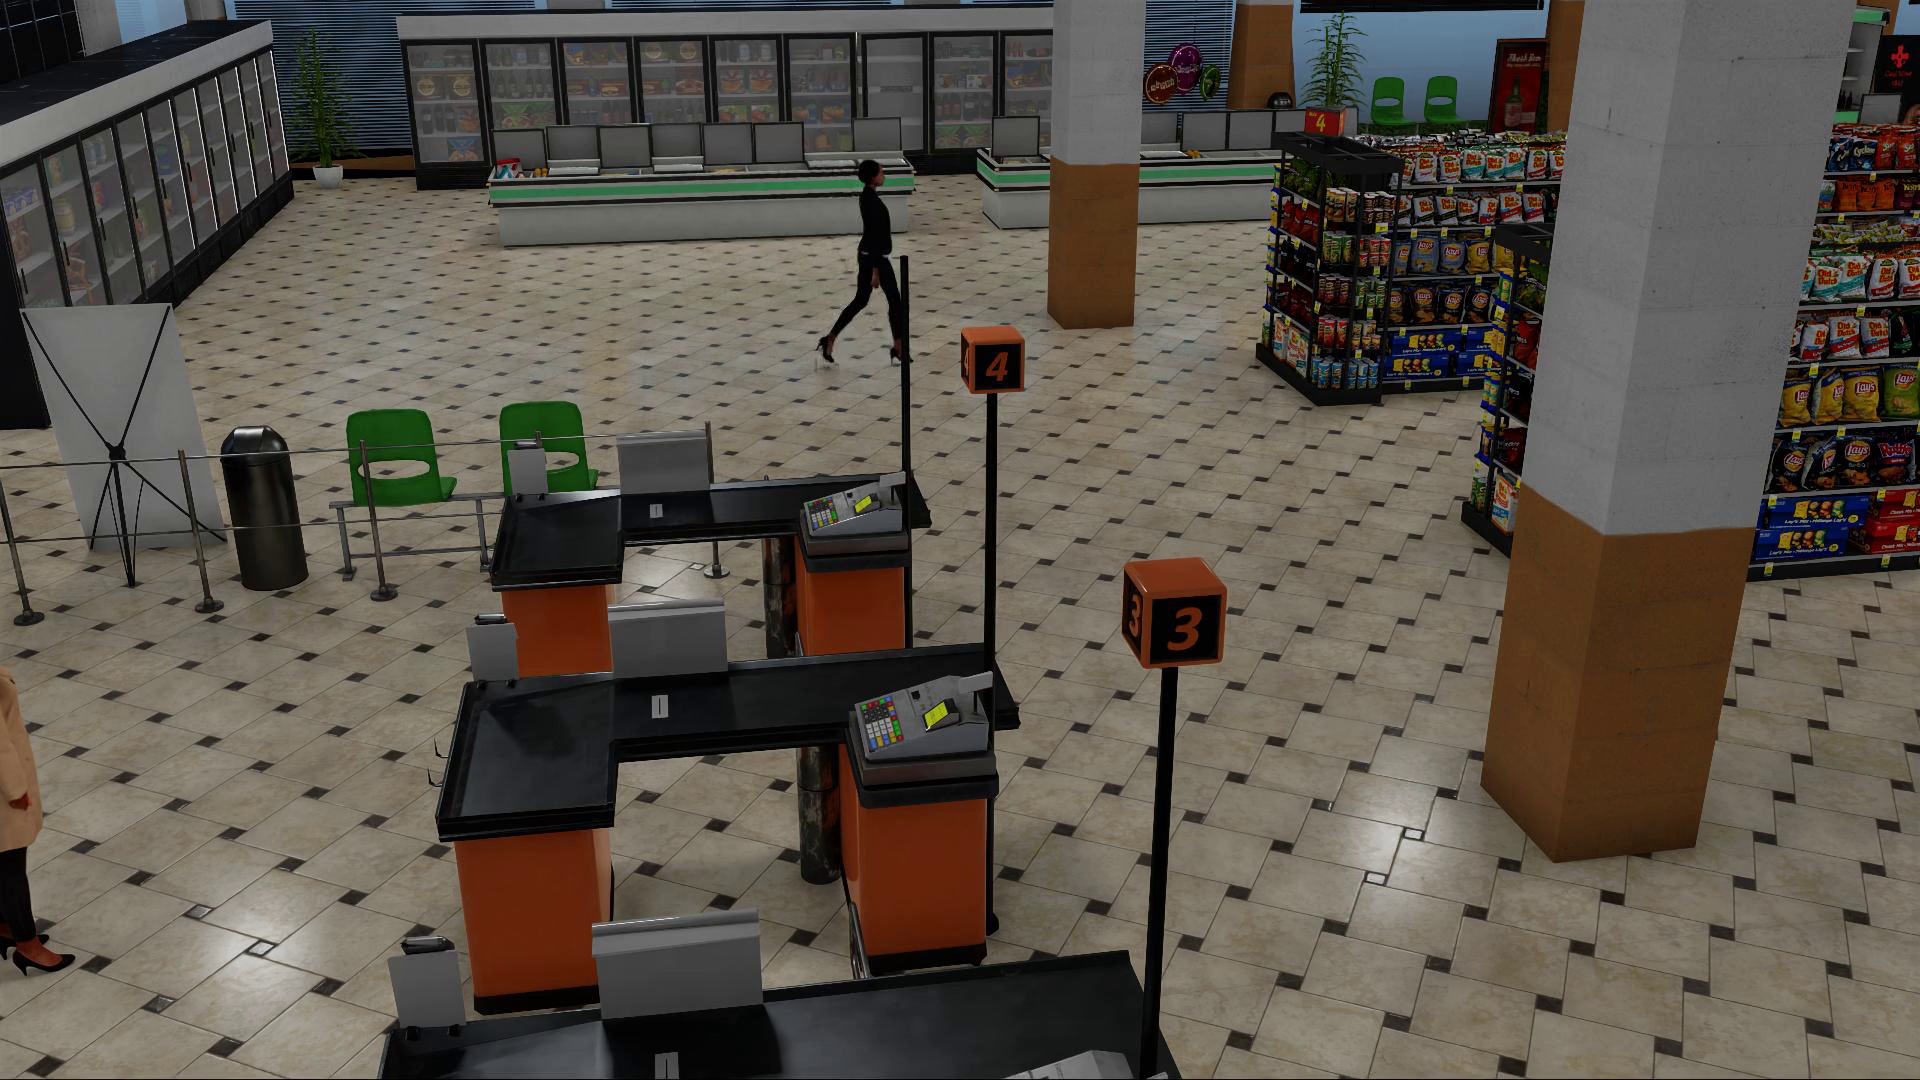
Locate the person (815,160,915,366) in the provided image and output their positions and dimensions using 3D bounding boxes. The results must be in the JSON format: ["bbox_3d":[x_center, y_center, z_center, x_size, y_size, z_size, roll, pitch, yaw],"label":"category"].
[{"bbox_3d":[-0.835,-2.329,14.316,1.156,1.799,0.747,-8,23,-19],"label":"person"}]

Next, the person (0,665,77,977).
[{"bbox_3d":[-3.750,0.912,6.409,0.718,1.682,0.739,20,29,40],"label":"person"}]
